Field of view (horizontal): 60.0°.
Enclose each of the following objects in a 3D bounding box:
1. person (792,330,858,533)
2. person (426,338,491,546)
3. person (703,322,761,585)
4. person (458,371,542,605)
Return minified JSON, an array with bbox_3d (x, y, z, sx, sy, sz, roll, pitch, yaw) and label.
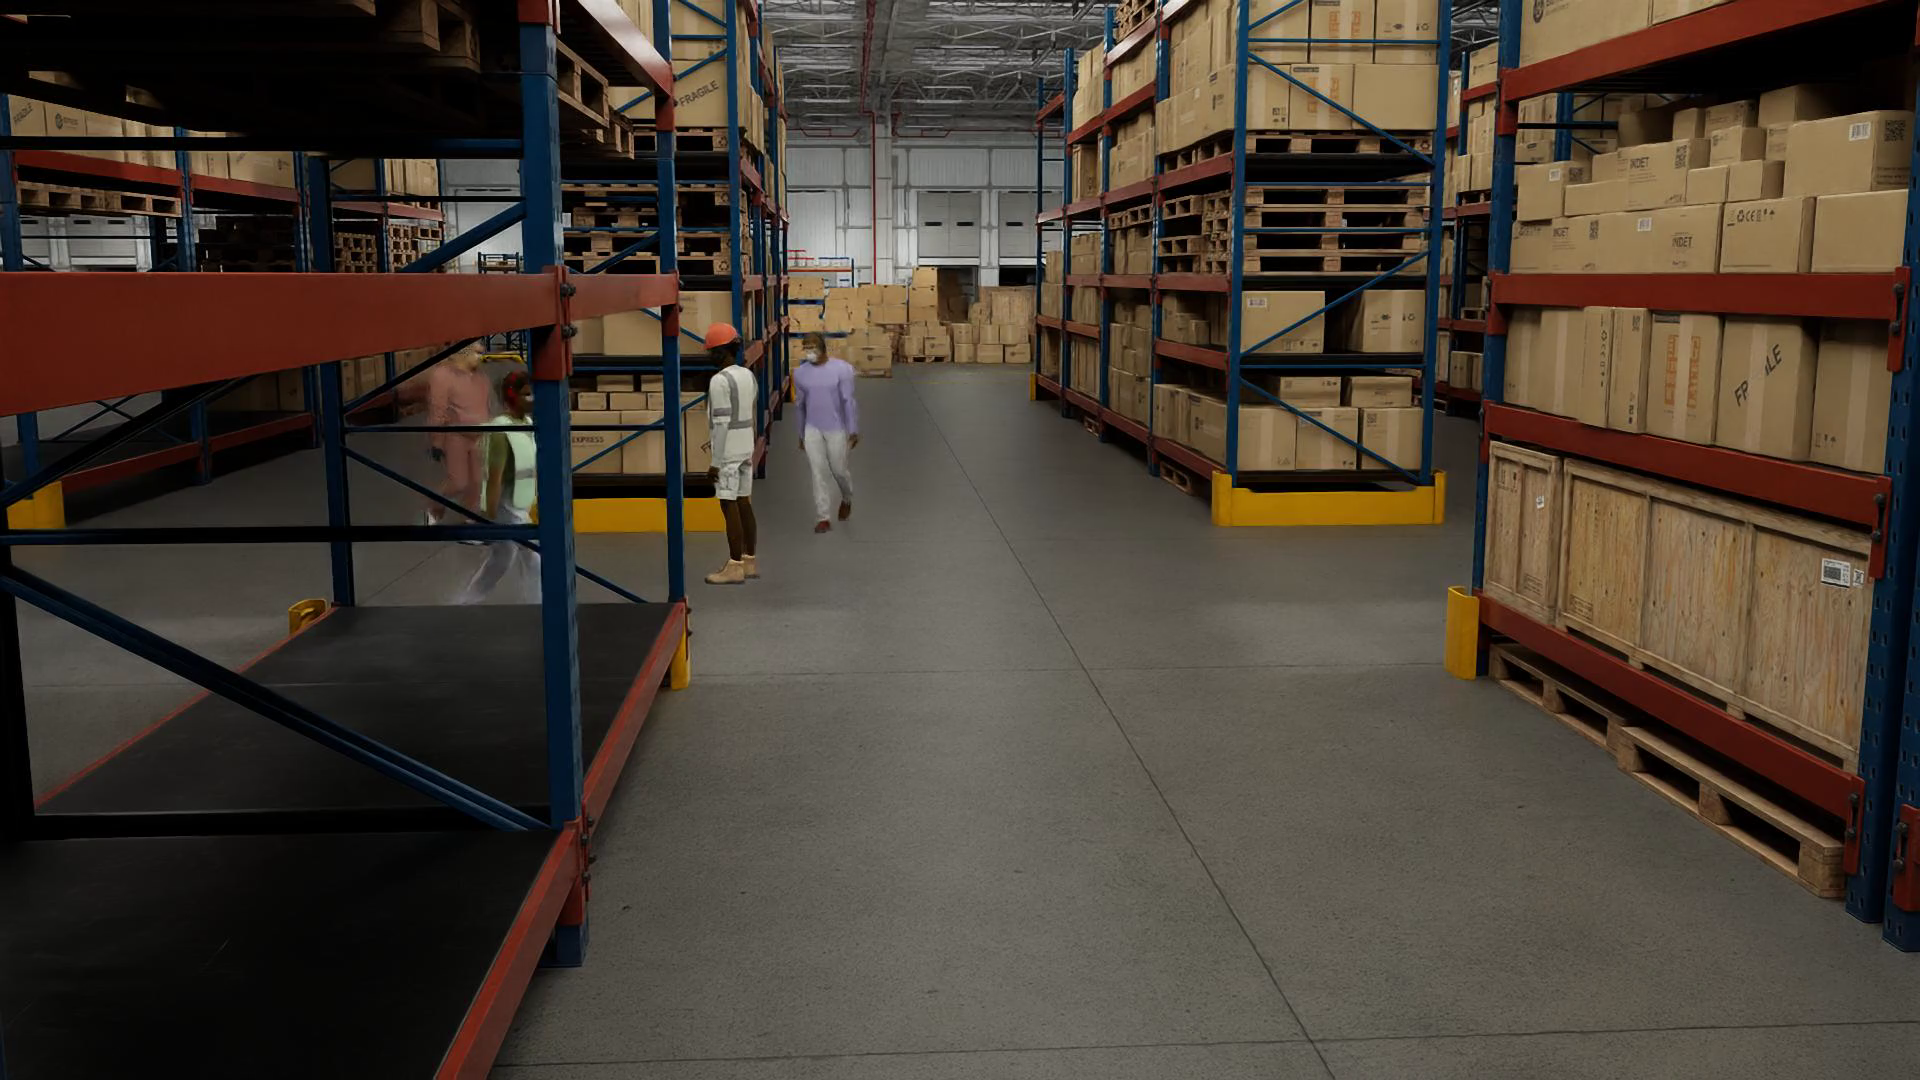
[{"bbox_3d":[-1.247,-1.035,15.711,0.673,1.898,0.759,3,9,16],"label":"person"},{"bbox_3d":[-4.461,-0.890,14.847,0.533,1.872,0.678,5,10,30],"label":"person"},{"bbox_3d":[-1.807,-0.667,12.964,0.397,2.035,0.629,3,10,18],"label":"person"},{"bbox_3d":[-2.937,-0.198,10.781,0.944,1.802,0.575,0,9,-3],"label":"person"}]
